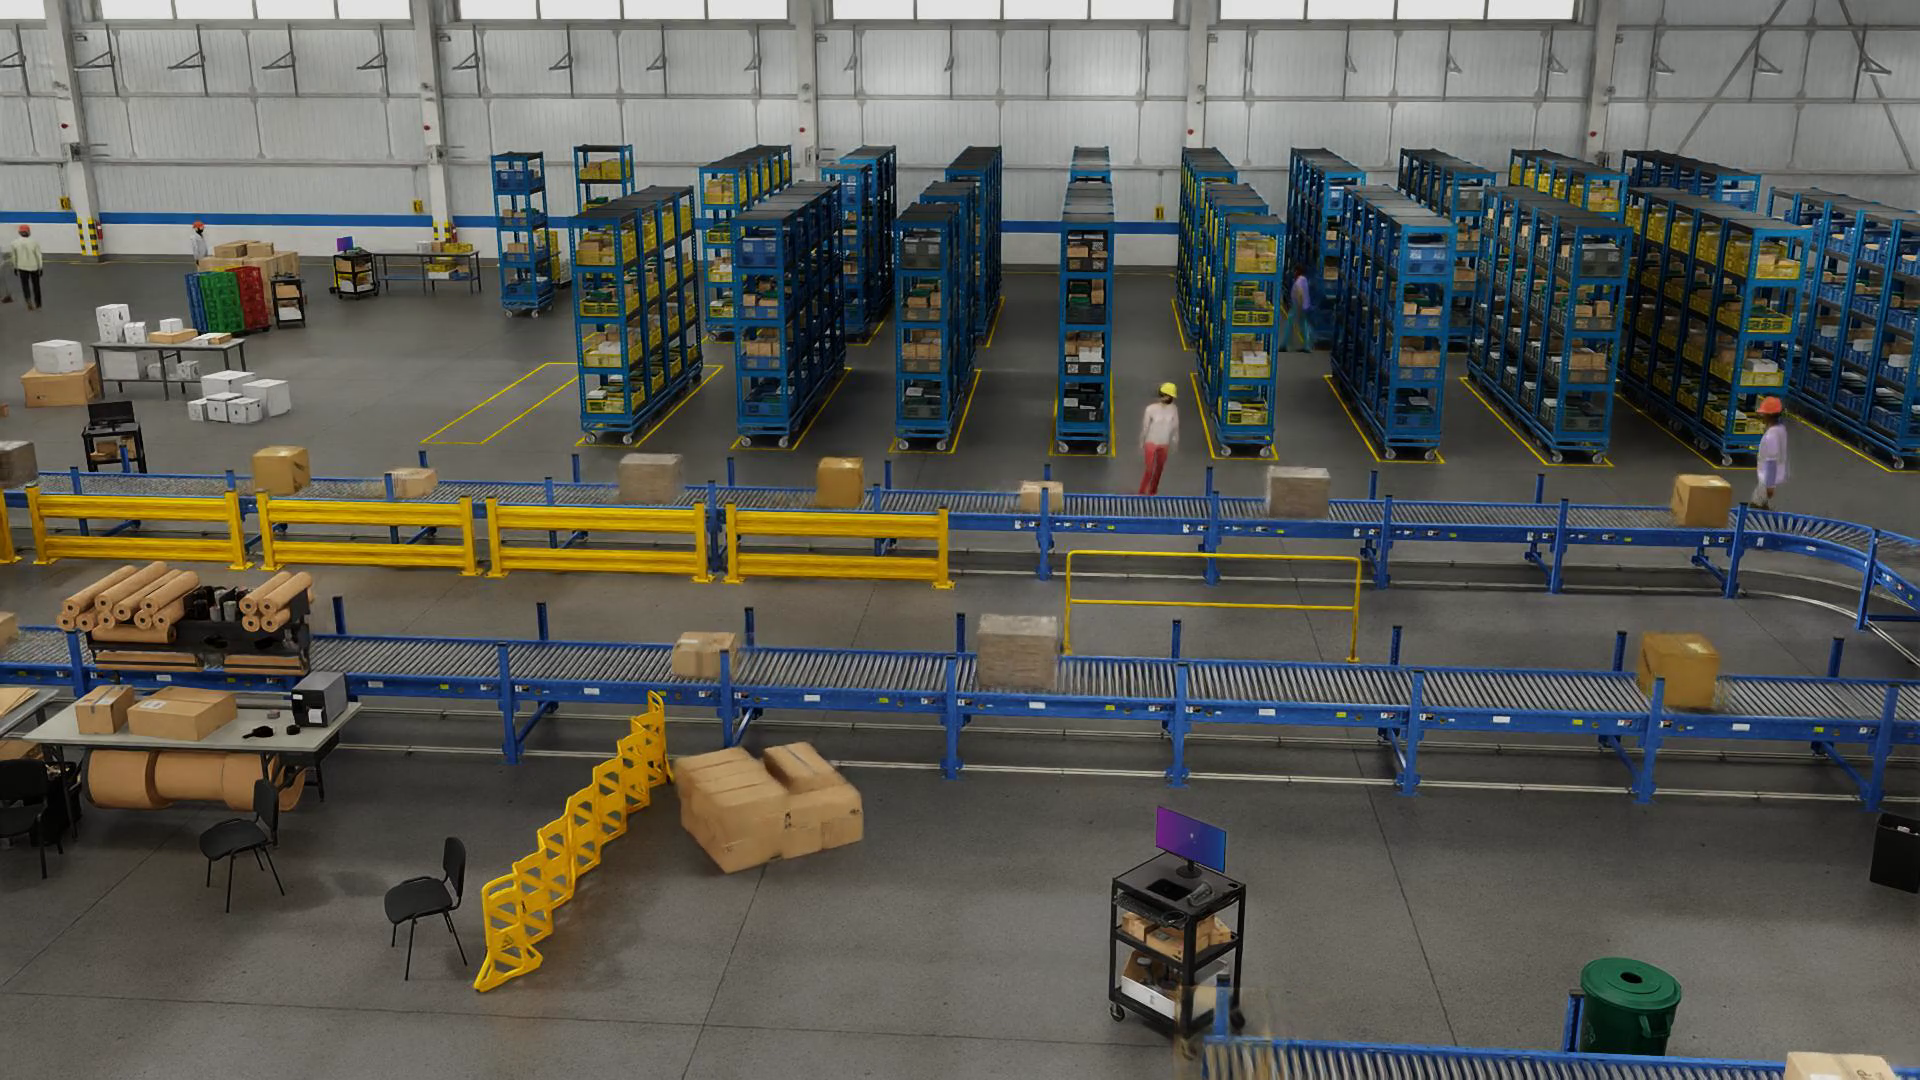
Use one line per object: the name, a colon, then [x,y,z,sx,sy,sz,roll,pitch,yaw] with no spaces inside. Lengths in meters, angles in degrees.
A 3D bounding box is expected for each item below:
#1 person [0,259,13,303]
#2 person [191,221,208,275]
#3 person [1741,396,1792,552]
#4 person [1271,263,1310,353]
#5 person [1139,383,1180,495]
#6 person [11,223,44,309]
person: [-22.668,-6.428,38.878,0.608,1.898,1.009,2,18,6]
person: [-18.531,-6.925,40.664,0.341,1.750,0.566,0,17,-1]
person: [10.128,-0.787,20.757,0.597,2.028,0.605,11,21,32]
person: [6.678,-4.655,33.369,0.881,1.803,0.591,7,19,22]
person: [2.752,-1.326,22.920,0.566,1.728,0.457,-7,19,-22]
person: [-21.410,-6.273,38.236,0.631,1.973,0.631,-8,19,-24]
